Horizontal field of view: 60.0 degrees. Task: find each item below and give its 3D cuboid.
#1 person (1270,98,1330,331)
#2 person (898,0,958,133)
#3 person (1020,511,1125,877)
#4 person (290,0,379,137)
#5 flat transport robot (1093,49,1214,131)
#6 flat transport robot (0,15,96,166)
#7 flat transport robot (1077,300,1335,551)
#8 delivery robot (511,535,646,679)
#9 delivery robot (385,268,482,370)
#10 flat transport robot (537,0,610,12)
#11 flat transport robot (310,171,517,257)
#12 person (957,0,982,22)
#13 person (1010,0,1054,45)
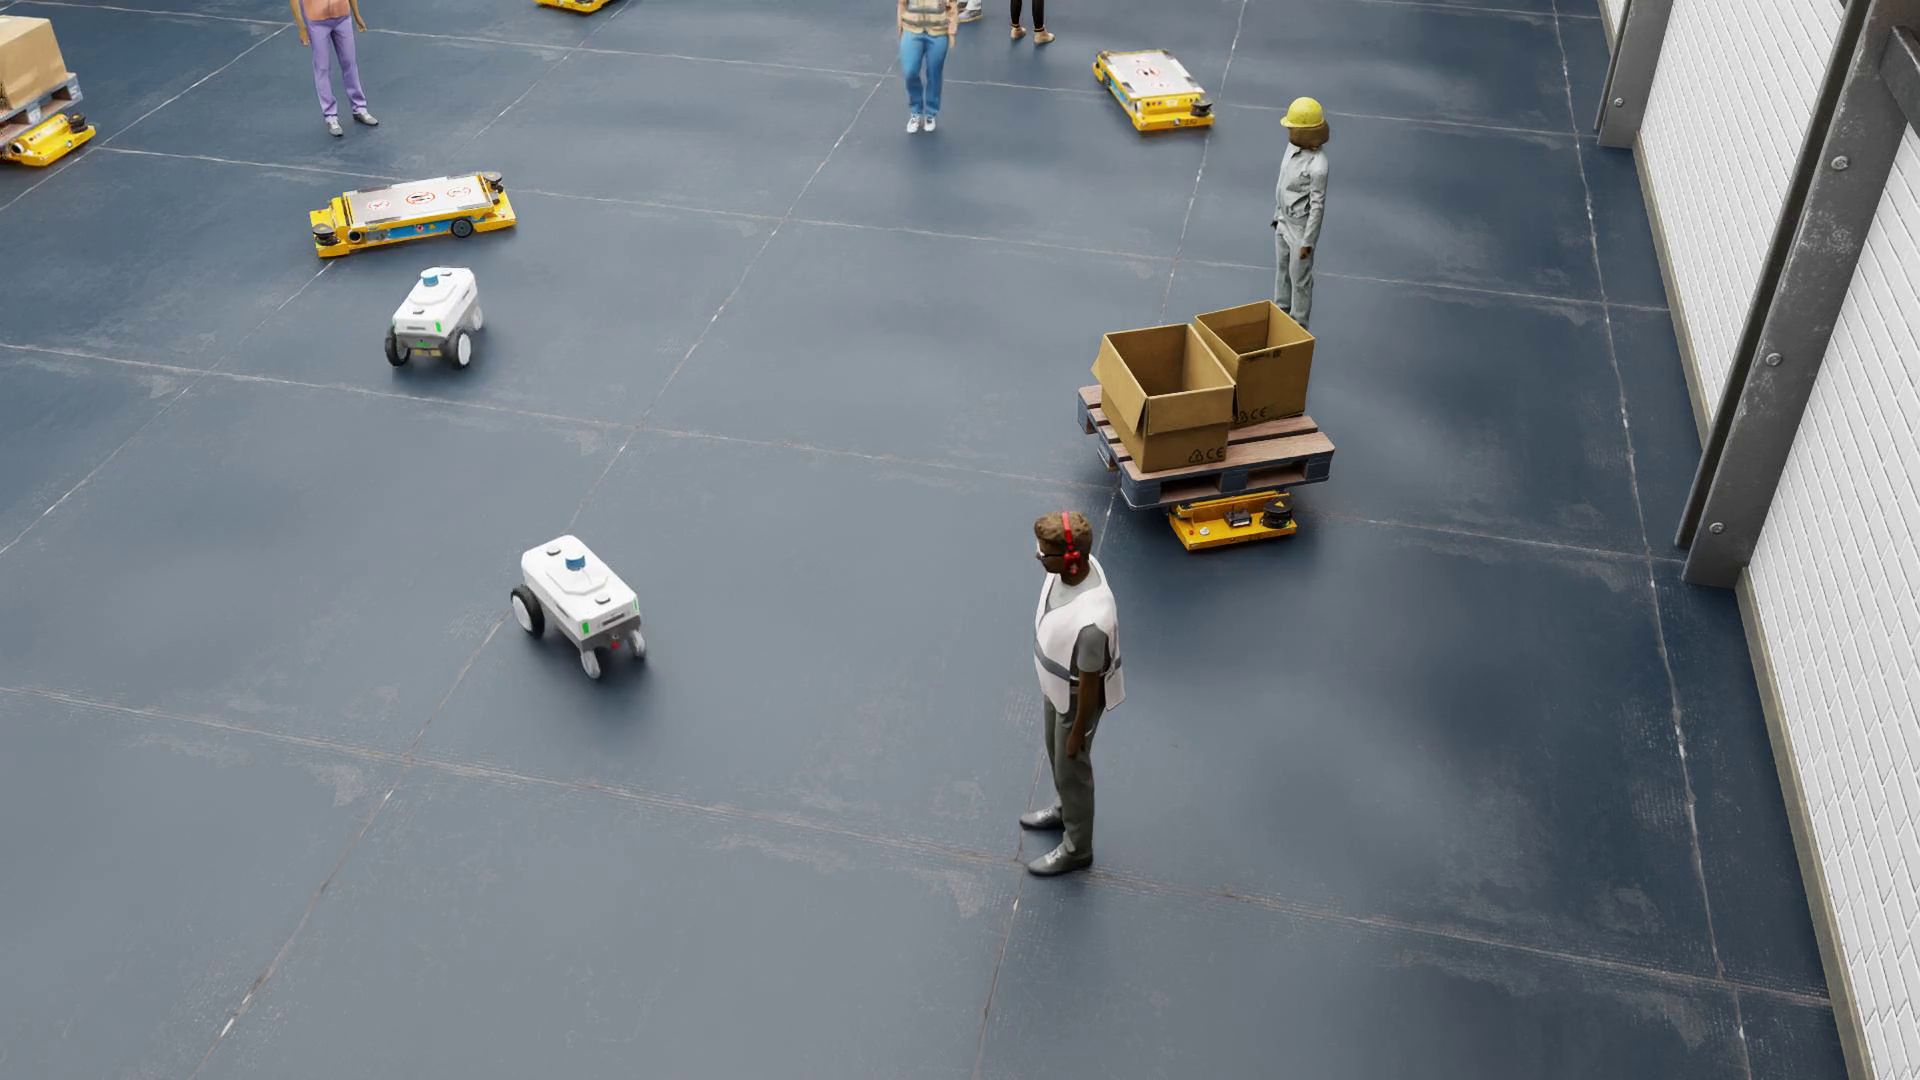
[{"bbox_3d":[2.136,-2.003,10.671,0.309,1.738,0.483,-9,38,-11],"label":"person"},{"bbox_3d":[-0.271,-4.133,13.540,0.511,1.705,0.501,5,37,6],"label":"person"},{"bbox_3d":[0.474,0.644,7.055,0.410,1.831,0.570,-6,37,-8],"label":"person"},{"bbox_3d":[-5.169,-4.264,13.612,0.563,1.840,0.397,-28,45,-32],"label":"person"},{"bbox_3d":[1.668,-3.943,14.495,0.659,0.231,1.431,-8,37,-10],"label":"flat transport robot"},{"bbox_3d":[-7.974,-3.349,13.700,1.431,0.231,0.659,8,37,10],"label":"flat transport robot"},{"bbox_3d":[1.396,-0.455,9.828,0.659,0.231,1.431,-9,38,-12],"label":"flat transport robot"},{"bbox_3d":[-1.949,0.302,8.570,0.499,0.587,0.777,-26,44,-30],"label":"delivery robot"},{"bbox_3d":[-3.451,-1.481,10.965,0.499,0.598,0.791,4,37,5],"label":"delivery robot"},{"bbox_3d":[-3.566,-5.677,16.815,0.659,0.231,1.431,19,41,23],"label":"flat transport robot"},{"bbox_3d":[-4.120,-2.455,12.504,1.431,0.231,0.659,-13,39,-17],"label":"flat transport robot"},{"bbox_3d":[0.049,-5.889,15.754,0.356,1.882,0.574,-13,39,-17],"label":"person"},{"bbox_3d":[0.652,-5.418,15.274,0.529,1.697,0.321,22,42,27],"label":"person"}]
